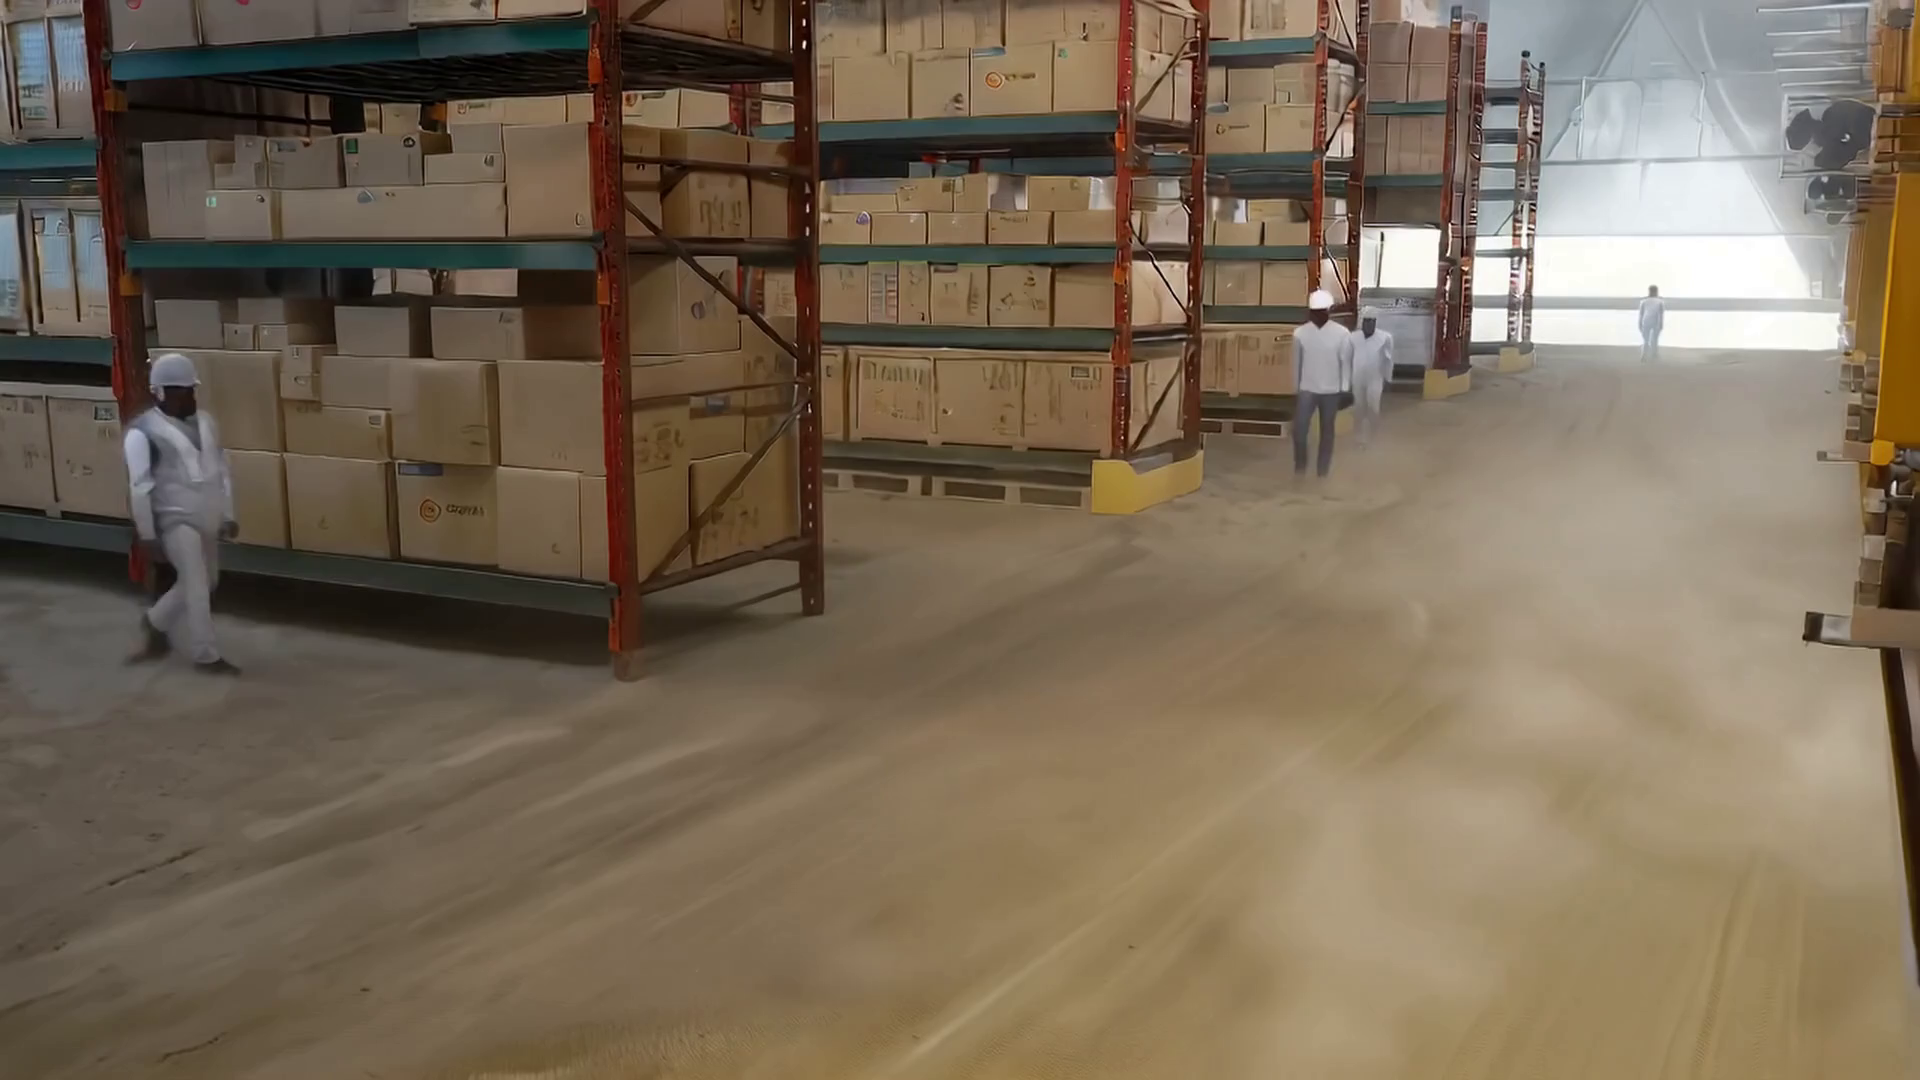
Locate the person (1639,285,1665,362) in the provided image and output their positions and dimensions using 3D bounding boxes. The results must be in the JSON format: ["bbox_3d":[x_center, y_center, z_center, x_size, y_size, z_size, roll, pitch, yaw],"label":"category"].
[{"bbox_3d":[14.757,-4.609,35.517,0.514,1.641,0.315,6,11,31],"label":"person"}]

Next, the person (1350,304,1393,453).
[{"bbox_3d":[4.740,-1.878,19.429,0.567,1.730,0.531,5,11,25],"label":"person"}]

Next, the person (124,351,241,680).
[{"bbox_3d":[-4.328,-0.143,9.184,0.763,1.806,0.594,3,10,17],"label":"person"}]

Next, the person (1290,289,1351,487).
[{"bbox_3d":[3.552,-1.488,16.499,0.617,1.973,0.675,4,11,22],"label":"person"}]

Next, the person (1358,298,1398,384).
[{"bbox_3d":[7.328,-3.716,29.649,1.009,1.885,0.647,6,11,31],"label":"person"}]
